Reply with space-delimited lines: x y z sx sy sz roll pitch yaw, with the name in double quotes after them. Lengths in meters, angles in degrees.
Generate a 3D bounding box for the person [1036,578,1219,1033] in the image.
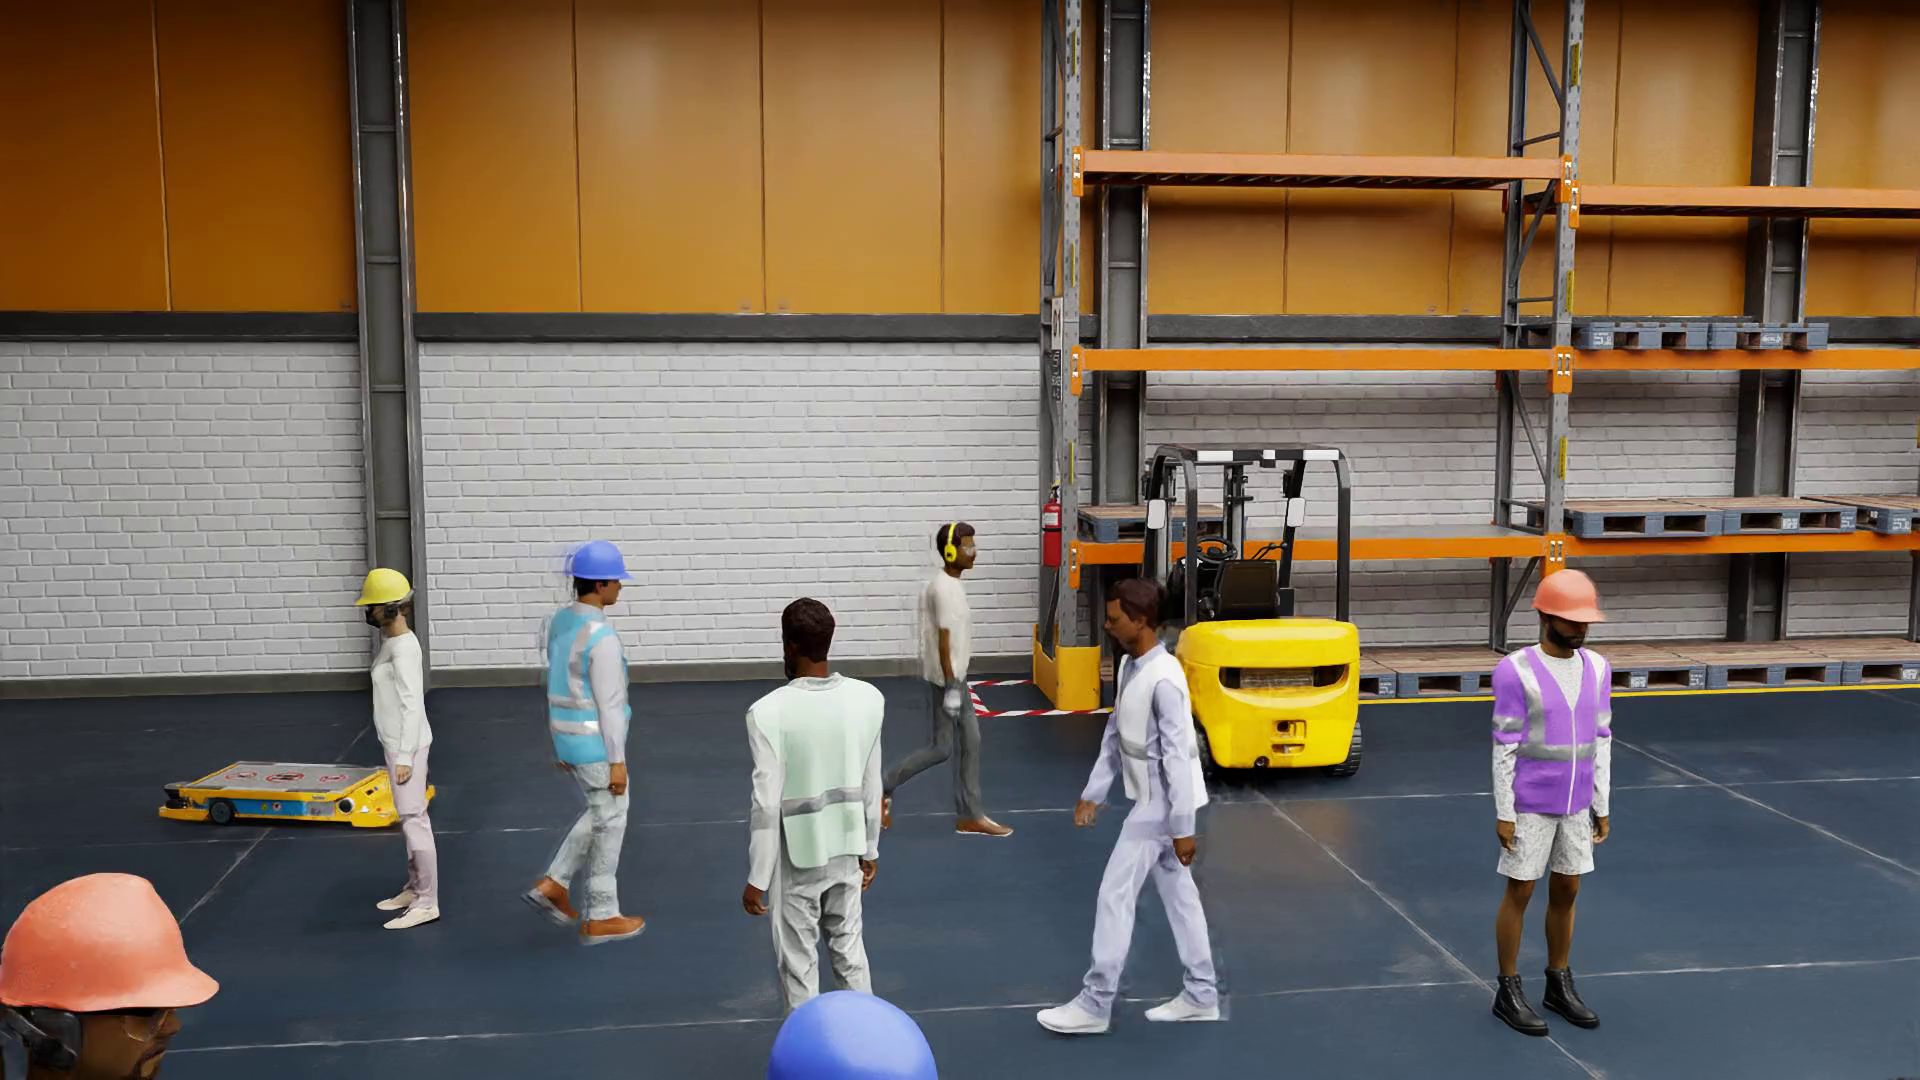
0.685 1.099 6.891 0.902 1.879 0.594 0 7 -1 "person"

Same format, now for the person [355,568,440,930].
-2.761 1.013 8.150 0.329 1.765 0.533 -3 7 -23 "person"

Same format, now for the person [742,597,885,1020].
-0.529 1.167 6.135 0.599 1.916 0.377 -6 9 -42 "person"

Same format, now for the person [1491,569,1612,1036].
2.460 1.076 6.880 0.543 1.931 0.386 -2 7 -16 "person"

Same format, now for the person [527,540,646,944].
-1.738 0.960 7.859 0.472 1.926 0.627 -4 8 -34 "person"

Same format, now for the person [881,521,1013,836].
-0.122 0.807 9.622 0.796 1.850 0.522 2 7 14 "person"

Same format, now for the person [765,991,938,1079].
-0.108 1.588 2.371 0.415 1.939 0.605 4 8 34 "person"

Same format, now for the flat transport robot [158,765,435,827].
-4.007 1.532 10.087 1.431 0.197 0.652 1 7 7 "flat transport robot"

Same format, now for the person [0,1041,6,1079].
-3.601 1.327 5.695 0.631 1.676 0.563 -3 7 -27 "person"

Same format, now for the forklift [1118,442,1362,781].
1.912 0.418 11.496 1.214 2.155 2.313 -1 7 -8 "forklift"

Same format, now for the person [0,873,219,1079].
-1.542 1.524 2.669 0.930 2.009 0.610 0 7 -1 "person"
